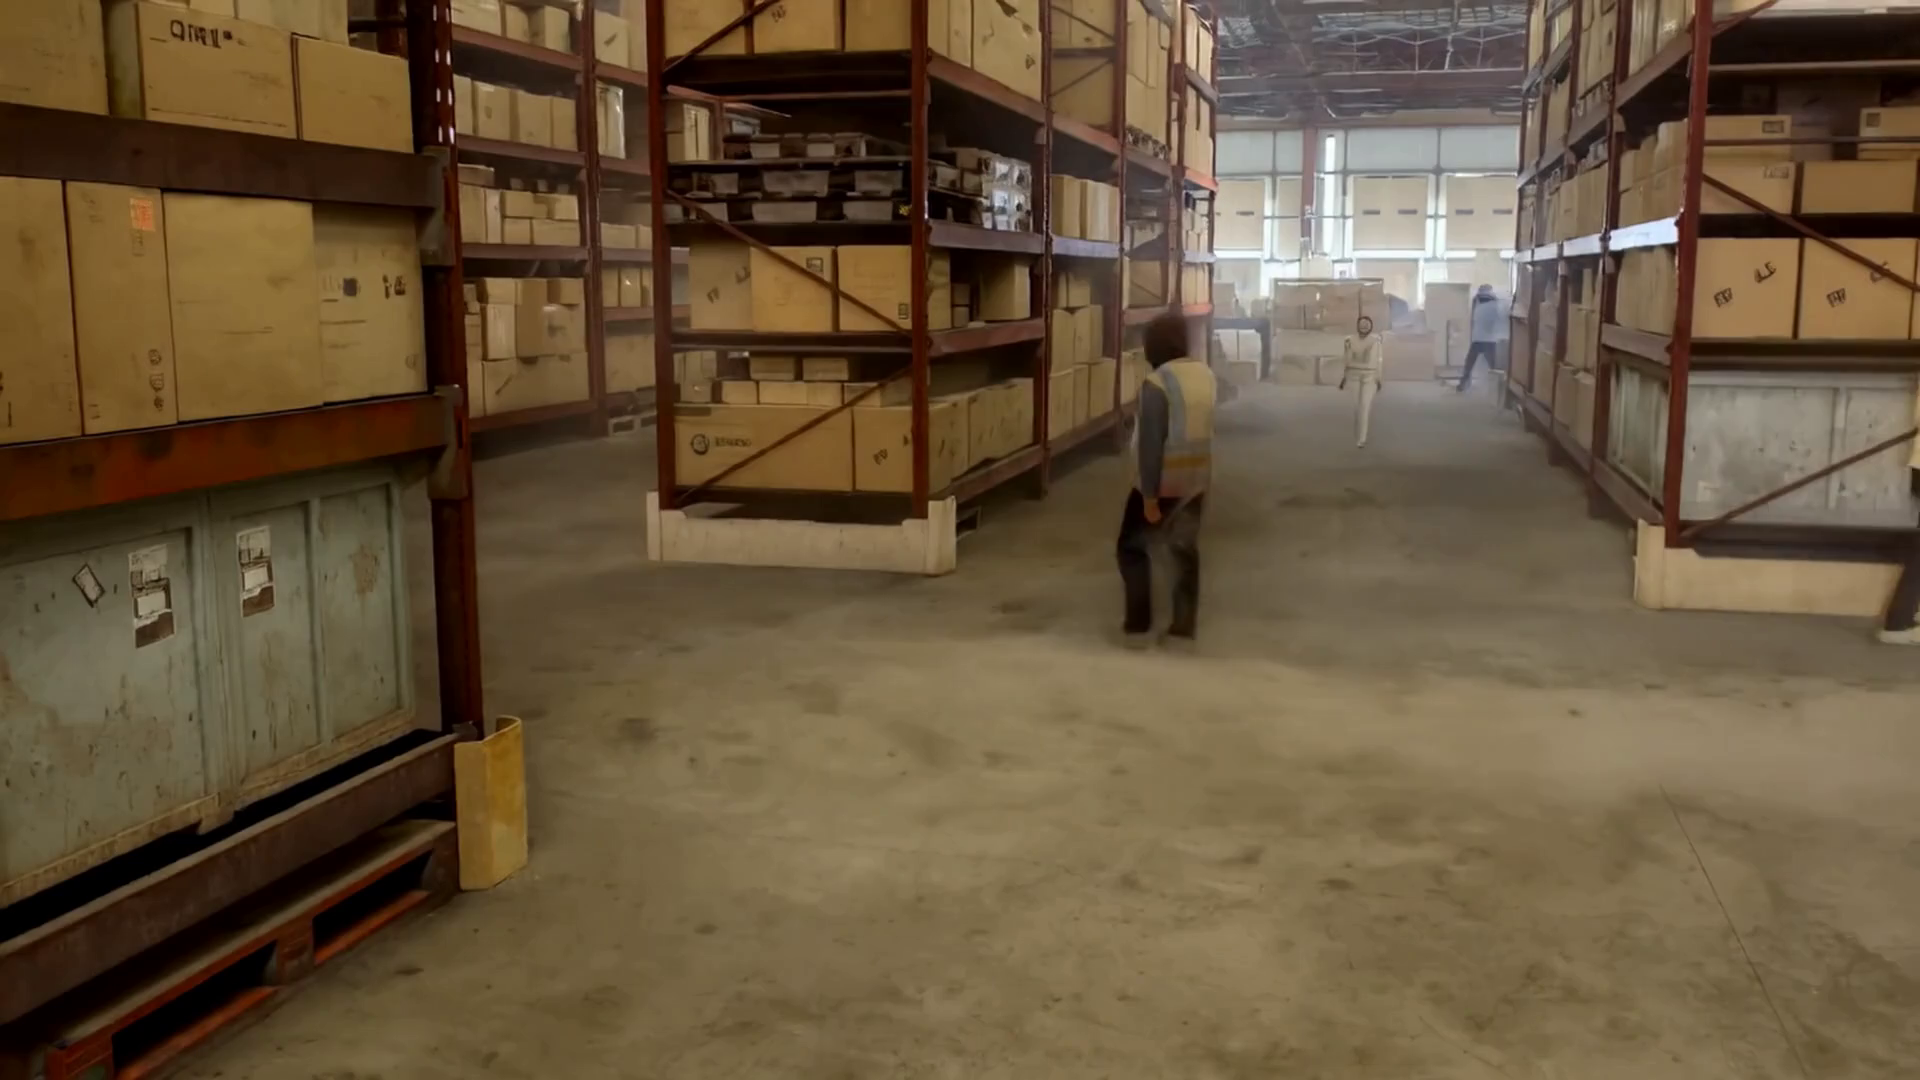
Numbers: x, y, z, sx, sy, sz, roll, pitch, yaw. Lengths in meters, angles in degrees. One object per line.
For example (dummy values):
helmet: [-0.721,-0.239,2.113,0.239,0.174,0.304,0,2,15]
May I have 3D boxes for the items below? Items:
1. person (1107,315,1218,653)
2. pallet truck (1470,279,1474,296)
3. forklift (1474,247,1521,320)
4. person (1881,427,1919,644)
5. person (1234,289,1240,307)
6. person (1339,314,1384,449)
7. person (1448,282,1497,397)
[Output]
person: [1.070,-0.294,8.974,0.581,1.825,0.645,9,12,43]
pallet truck: [18.896,-8.459,60.307,1.885,1.965,0.823,5,10,31]
forklift: [13.968,-6.343,44.069,1.873,2.768,1.129,-2,9,-10]
person: [5.554,-0.335,9.054,0.920,1.877,0.617,2,9,13]
person: [9.479,-7.783,57.142,0.310,1.642,0.514,4,10,24]
person: [4.815,-1.910,19.938,0.512,1.609,0.755,3,10,20]
person: [8.767,-3.376,28.160,0.966,1.946,0.616,-3,9,-18]
